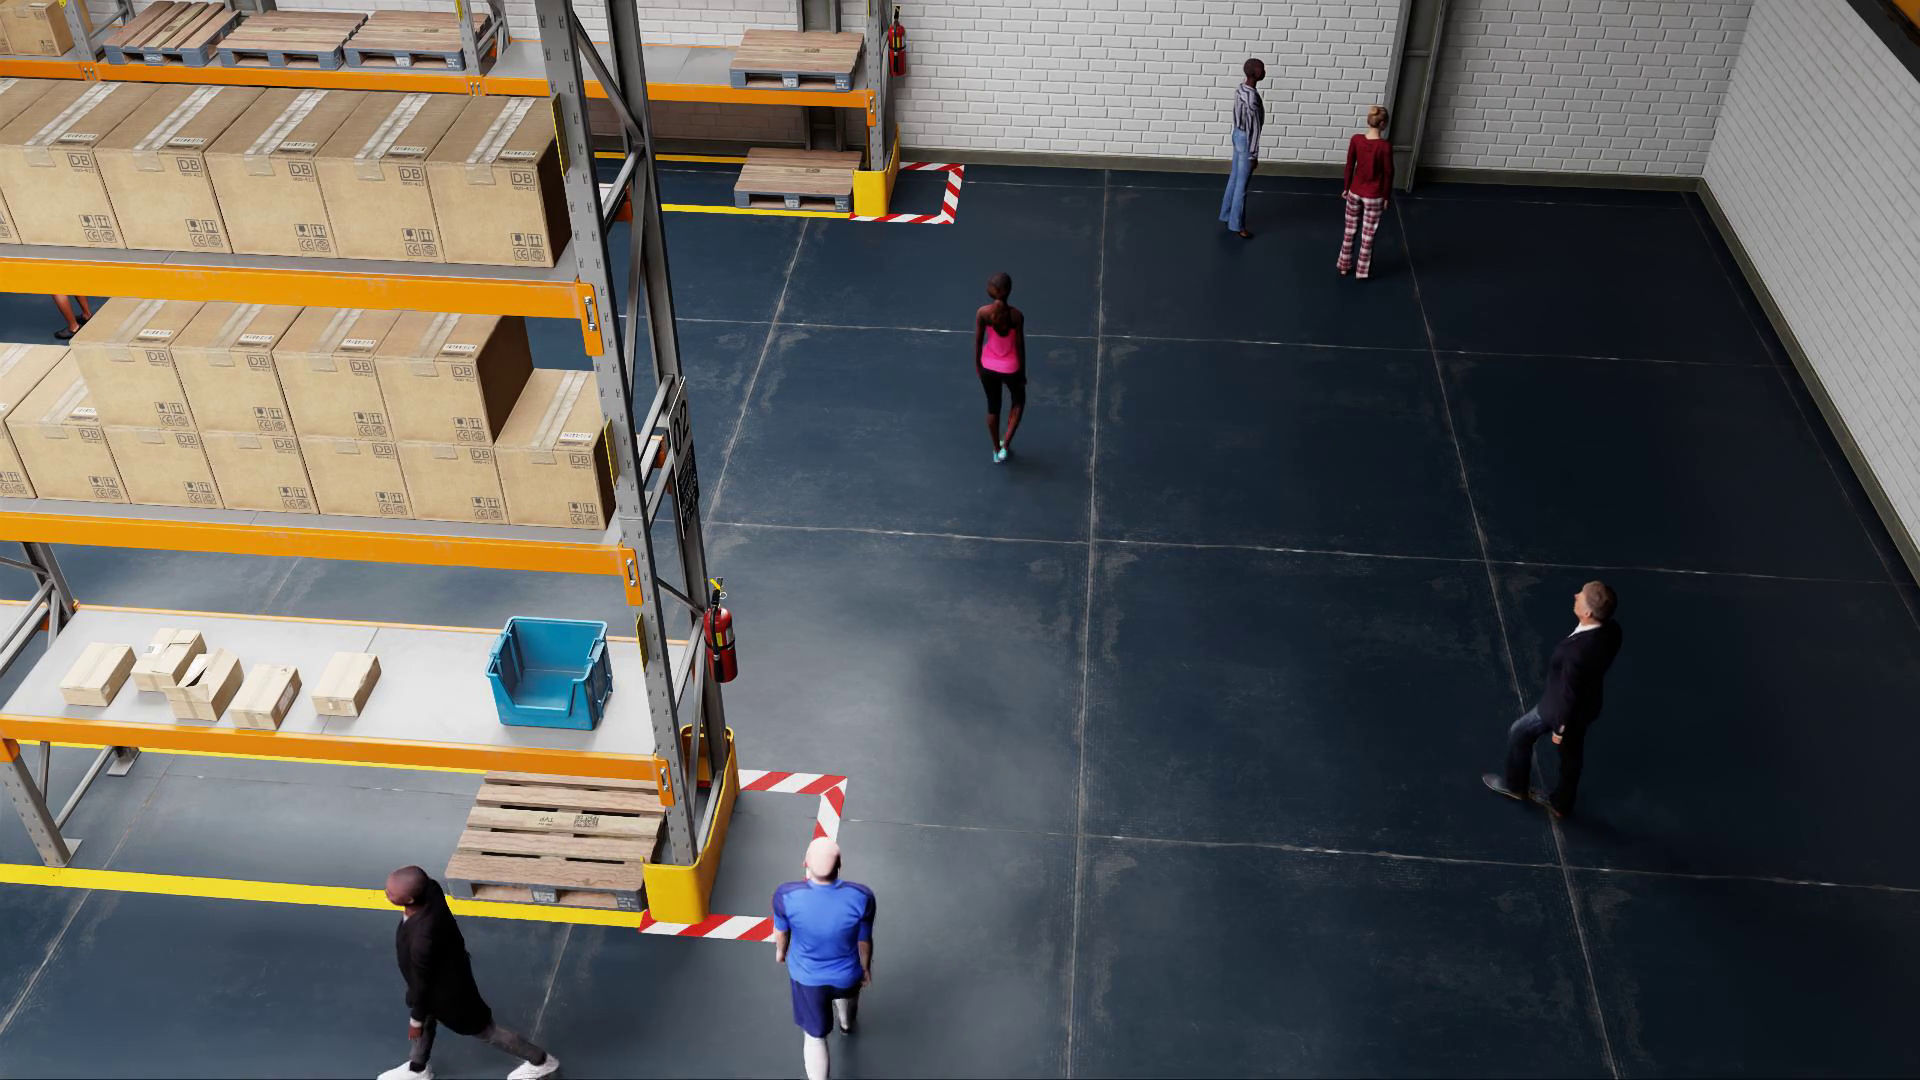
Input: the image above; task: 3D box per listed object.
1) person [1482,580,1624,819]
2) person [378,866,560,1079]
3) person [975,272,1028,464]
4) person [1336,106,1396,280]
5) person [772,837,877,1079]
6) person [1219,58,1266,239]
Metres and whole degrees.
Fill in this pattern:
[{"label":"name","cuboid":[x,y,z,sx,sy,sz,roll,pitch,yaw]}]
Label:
[{"label":"person","cuboid":[3.776,1.022,10.109,0.901,1.797,0.959,-25,45,-27]},{"label":"person","cuboid":[-2.550,2.298,8.578,1.272,1.713,0.906,-7,39,-9]},{"label":"person","cuboid":[0.309,-1.298,13.078,0.592,1.716,0.688,9,39,11]},{"label":"person","cuboid":[3.798,-3.249,15.530,0.623,1.705,0.744,26,45,28]},{"label":"person","cuboid":[-0.692,2.270,8.543,1.160,1.800,0.885,-3,39,-4]},{"label":"person","cuboid":[2.765,-3.816,16.168,0.607,1.796,0.669,-6,39,-7]}]
